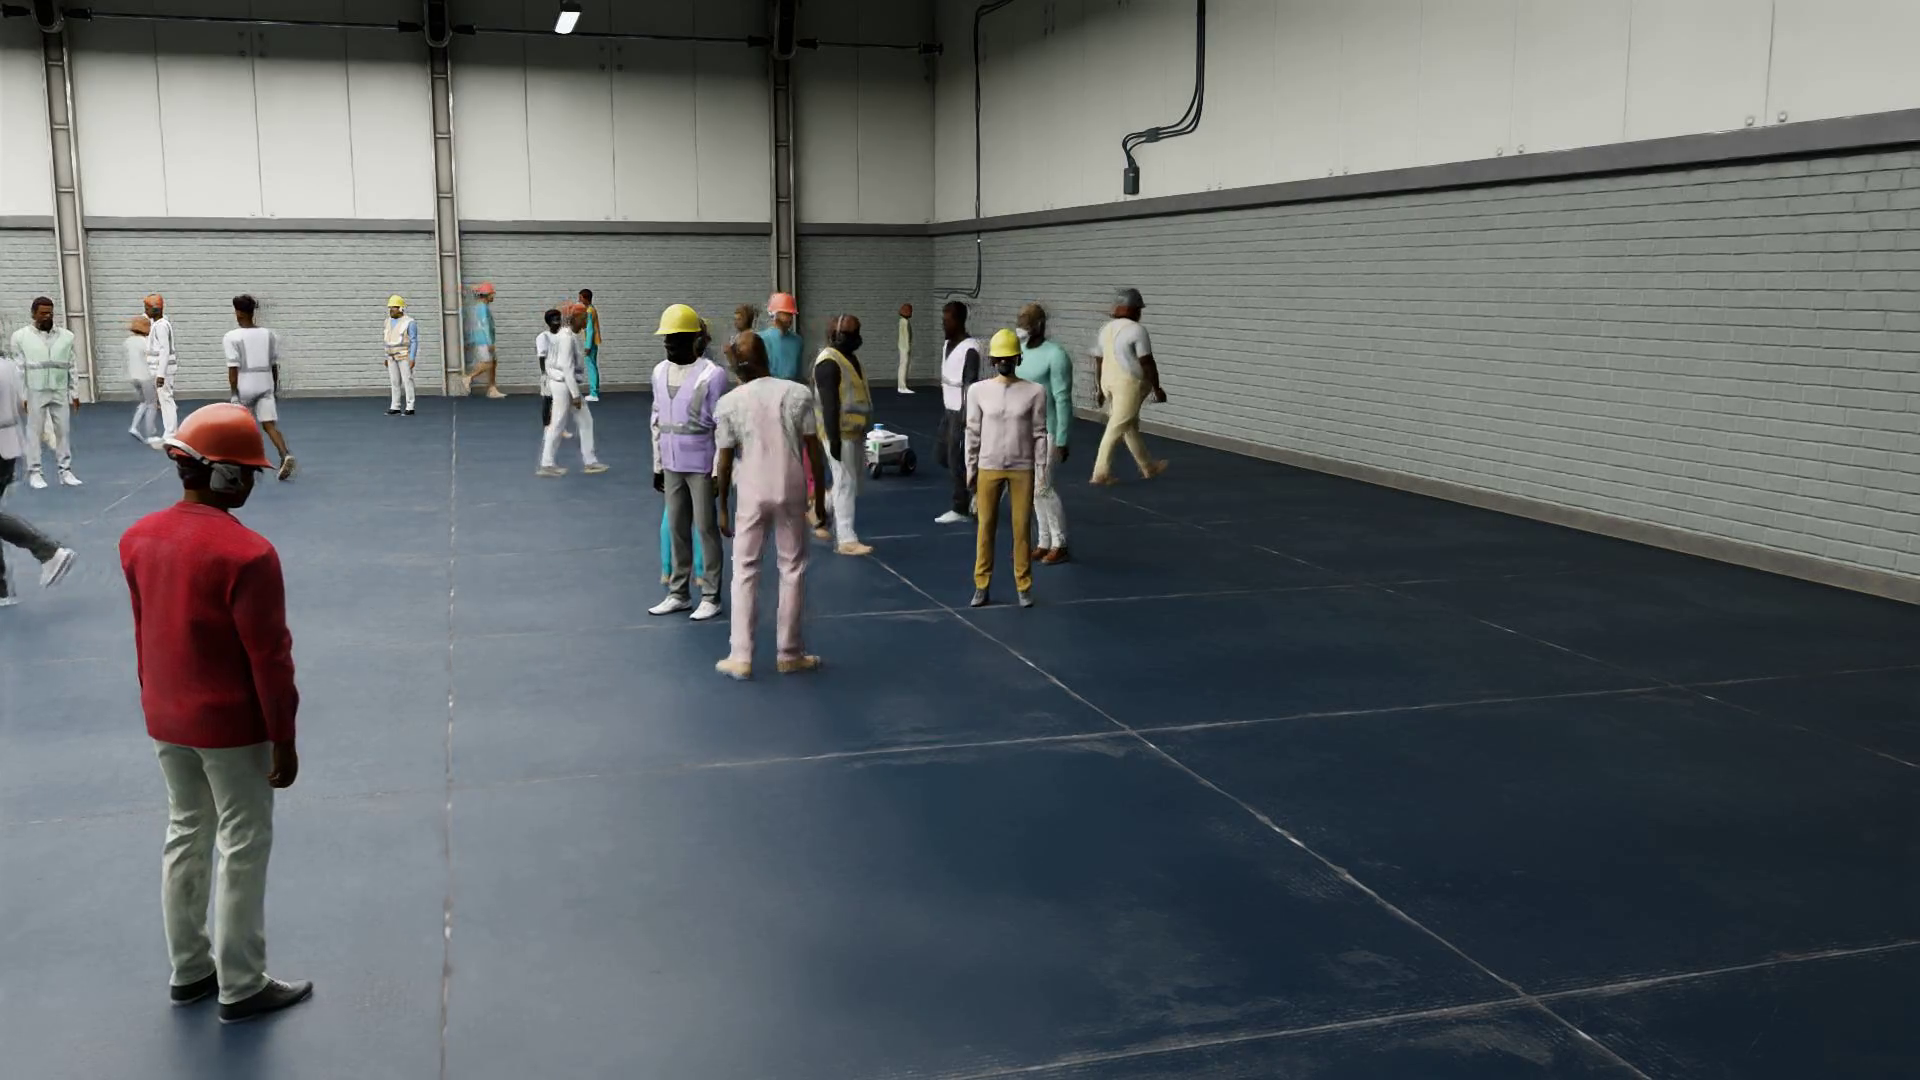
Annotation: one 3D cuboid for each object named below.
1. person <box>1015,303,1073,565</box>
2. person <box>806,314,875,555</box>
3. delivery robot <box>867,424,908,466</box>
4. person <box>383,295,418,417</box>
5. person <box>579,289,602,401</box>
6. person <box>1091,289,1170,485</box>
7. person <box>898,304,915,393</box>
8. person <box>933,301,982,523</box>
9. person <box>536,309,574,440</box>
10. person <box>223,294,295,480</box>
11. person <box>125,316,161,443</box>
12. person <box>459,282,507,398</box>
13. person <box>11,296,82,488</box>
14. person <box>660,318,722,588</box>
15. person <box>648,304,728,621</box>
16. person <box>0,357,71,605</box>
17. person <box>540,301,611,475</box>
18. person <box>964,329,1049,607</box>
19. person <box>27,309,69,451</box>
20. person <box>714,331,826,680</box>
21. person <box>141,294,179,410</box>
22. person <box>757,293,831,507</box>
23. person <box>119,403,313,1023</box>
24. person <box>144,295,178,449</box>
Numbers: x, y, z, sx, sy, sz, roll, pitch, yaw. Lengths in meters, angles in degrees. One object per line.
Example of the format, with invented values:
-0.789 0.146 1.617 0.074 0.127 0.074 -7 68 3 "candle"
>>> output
0.583 -0.759 12.121 0.474 1.912 0.638 -6 11 -33 "person"
-0.923 -0.795 12.576 0.549 1.824 0.632 3 9 20 "person"
-0.845 -0.982 17.498 0.477 0.478 0.707 5 10 29 "delivery robot"
-8.508 -2.785 25.230 0.589 1.834 0.403 4 10 23 "person"
-6.333 -3.335 28.479 0.377 1.916 0.599 -1 9 -6 "person"
1.738 -1.587 16.931 1.079 2.000 0.691 -5 10 -27 "person"
-0.993 -3.495 30.396 0.266 1.631 0.507 -2 9 -13 "person"
0.030 -1.082 14.156 0.489 1.897 0.621 -3 9 -20 "person"
-5.252 -2.143 21.576 0.316 1.696 0.541 5 10 29 "person"
-7.243 -1.562 17.122 0.887 1.943 0.611 7 11 38 "person"
-10.301 -2.023 21.036 0.534 1.622 0.324 5 10 29 "person"
-8.335 -3.470 28.992 0.686 2.028 0.621 -2 9 -13 "person"
-9.141 -1.475 16.655 0.396 1.910 0.586 8 12 40 "person"
-1.813 -0.587 11.222 0.521 1.833 0.339 3 9 18 "person"
-1.665 -0.470 10.167 0.589 1.927 0.388 6 11 33 "person"
-6.102 -0.512 10.545 0.552 1.894 0.595 -3 9 -18 "person"
-4.075 -1.583 17.513 0.858 1.839 0.604 0 9 3 "person"
0.292 -0.444 10.515 0.533 1.767 0.326 0 9 3 "person"
-11.167 -2.008 20.307 0.634 1.822 0.527 7 11 37 "person"
-1.006 -0.167 8.621 0.630 1.812 0.378 -1 9 -6 "person"
-12.667 -2.952 26.259 0.513 1.845 0.340 1 9 7 "person"
-1.603 -1.264 15.168 0.605 1.944 0.967 -7 11 -38 "person"
-2.065 0.484 4.681 0.578 1.737 0.355 4 10 26 "person"
-9.813 -2.058 20.431 0.356 1.887 0.573 -4 10 -26 "person"
